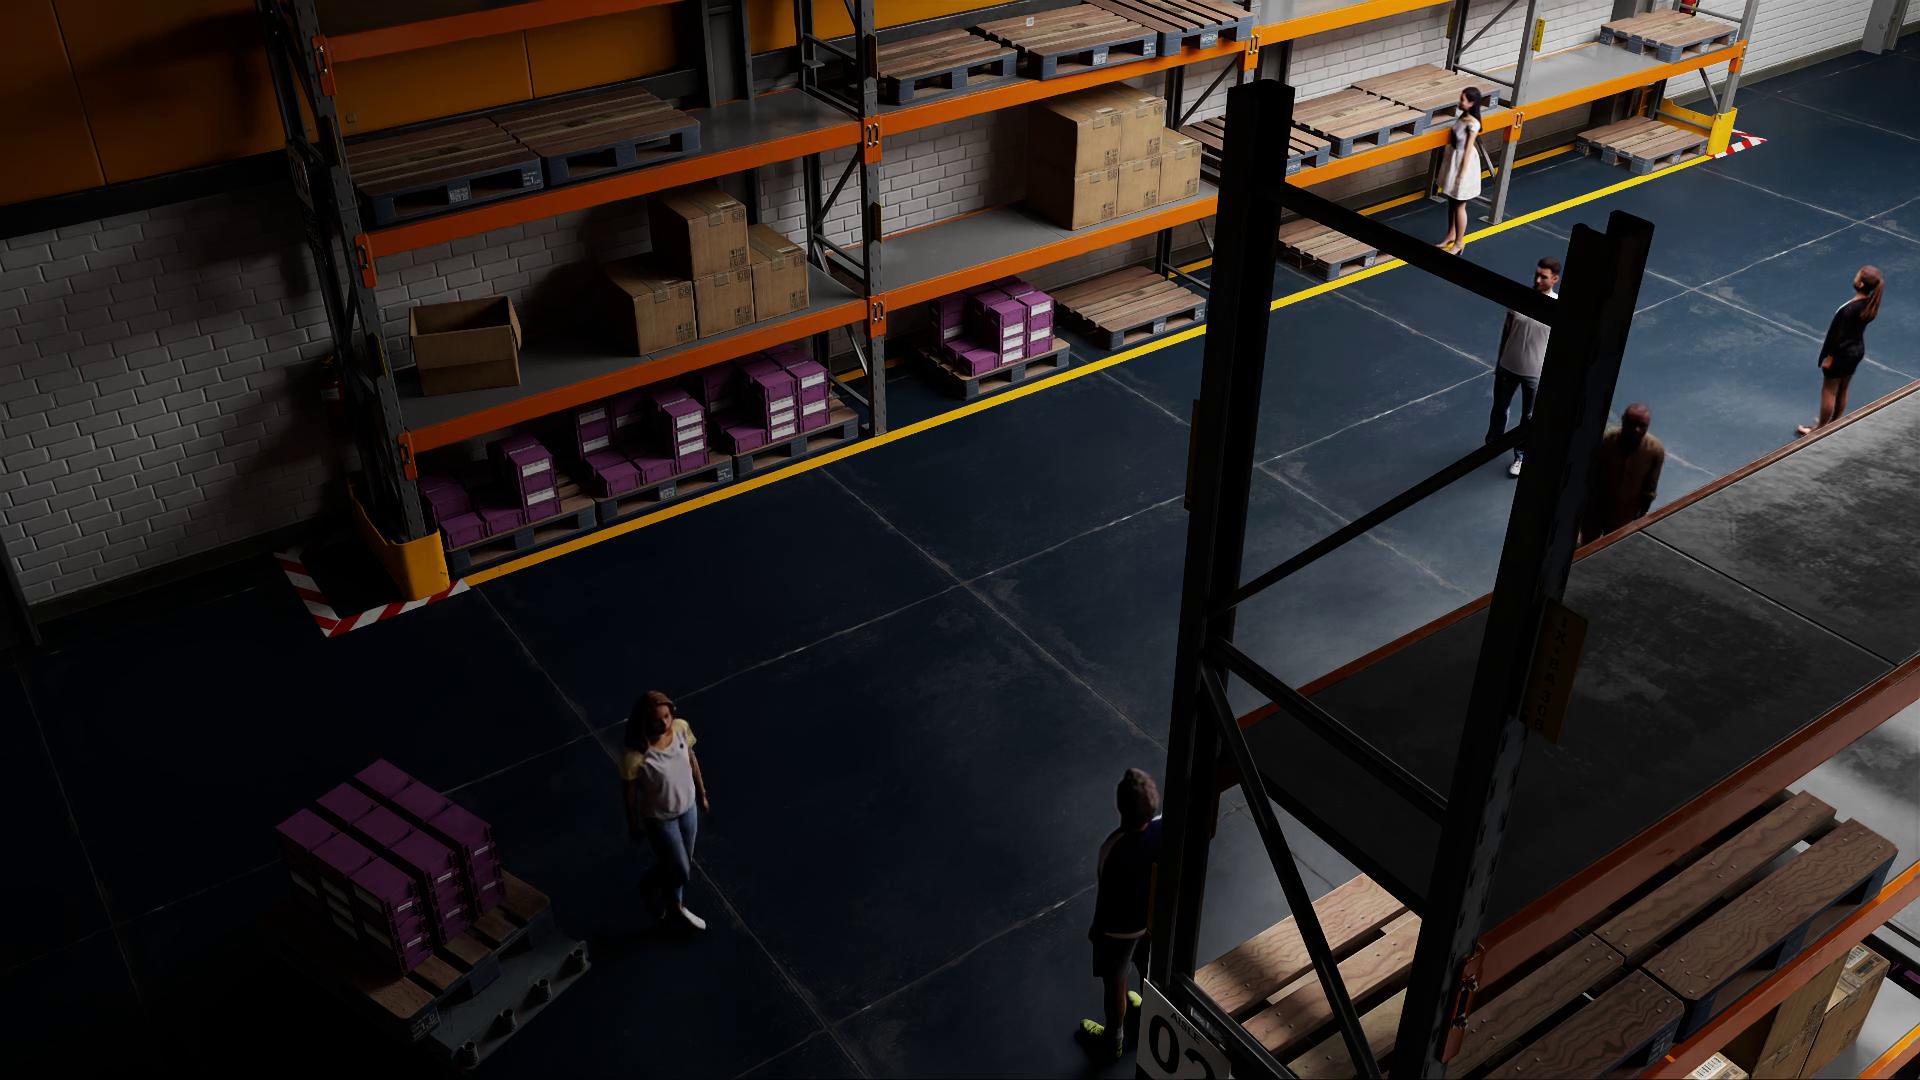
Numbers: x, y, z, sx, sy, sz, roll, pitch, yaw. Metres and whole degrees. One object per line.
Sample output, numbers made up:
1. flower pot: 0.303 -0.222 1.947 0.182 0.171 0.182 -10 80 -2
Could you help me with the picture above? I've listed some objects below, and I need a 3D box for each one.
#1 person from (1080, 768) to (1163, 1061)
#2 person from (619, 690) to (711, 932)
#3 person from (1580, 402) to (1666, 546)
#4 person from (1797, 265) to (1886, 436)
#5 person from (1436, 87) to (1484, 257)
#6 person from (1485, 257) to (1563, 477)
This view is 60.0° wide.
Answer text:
1. person: 0.868 1.895 8.451 0.472 1.838 0.683 -21 39 -29
2. person: -1.685 1.477 9.195 0.811 1.712 0.747 20 38 27
3. person: 4.533 -0.219 11.673 1.086 1.792 1.179 10 35 15
4. person: 7.417 -1.576 13.929 0.491 1.555 0.608 -18 38 -25
5. person: 5.120 -3.762 17.025 0.812 1.769 0.782 -1 34 -2
6. person: 4.569 -1.421 13.416 0.720 1.866 0.643 28 42 35
